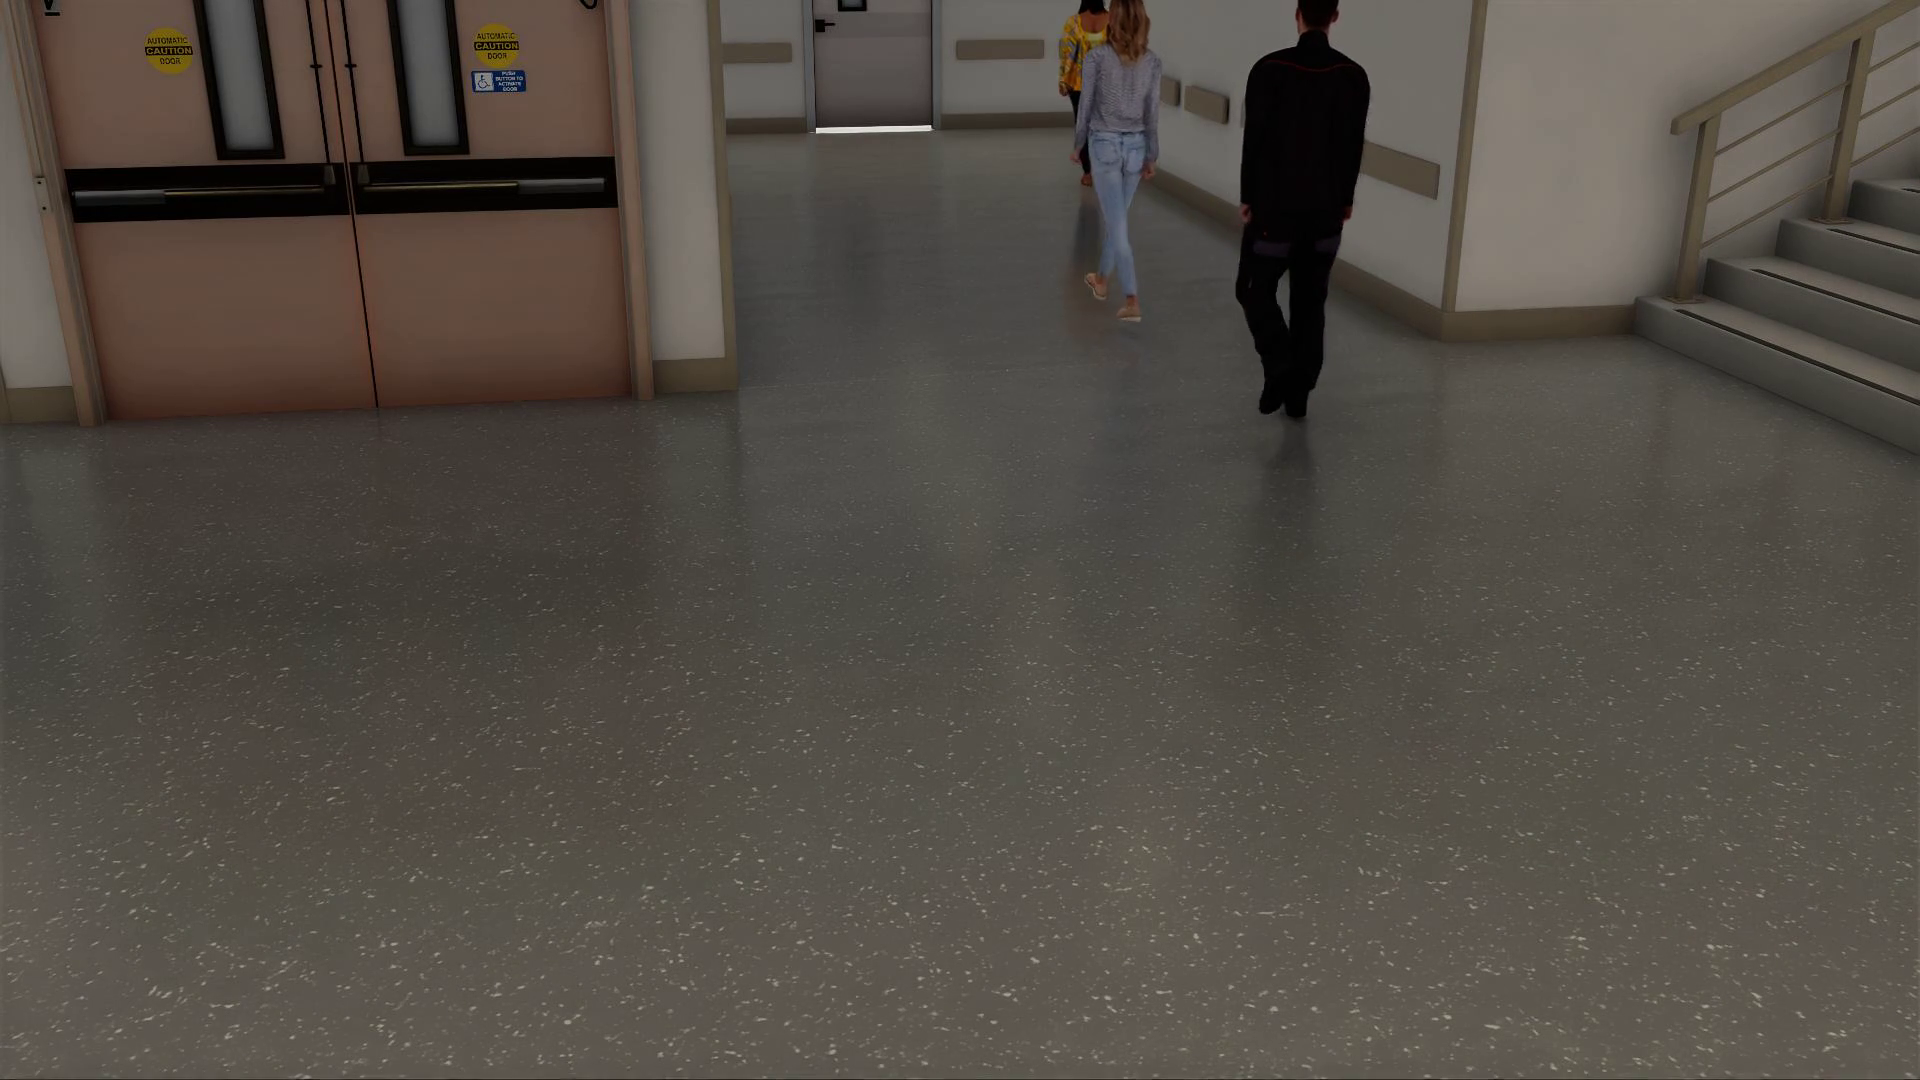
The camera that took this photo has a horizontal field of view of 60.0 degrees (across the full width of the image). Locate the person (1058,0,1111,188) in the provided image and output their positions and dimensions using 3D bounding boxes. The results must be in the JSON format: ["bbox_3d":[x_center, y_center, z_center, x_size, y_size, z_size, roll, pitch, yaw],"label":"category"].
[{"bbox_3d":[1.085,-3.723,13.653,0.638,1.633,0.742,-4,21,-10],"label":"person"}]

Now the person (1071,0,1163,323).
[{"bbox_3d":[0.870,-2.021,9.003,1.151,1.744,0.711,-5,21,-12],"label":"person"}]

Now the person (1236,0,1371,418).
[{"bbox_3d":[1.467,-1.421,7.212,0.895,1.891,0.824,-1,21,-2],"label":"person"}]
